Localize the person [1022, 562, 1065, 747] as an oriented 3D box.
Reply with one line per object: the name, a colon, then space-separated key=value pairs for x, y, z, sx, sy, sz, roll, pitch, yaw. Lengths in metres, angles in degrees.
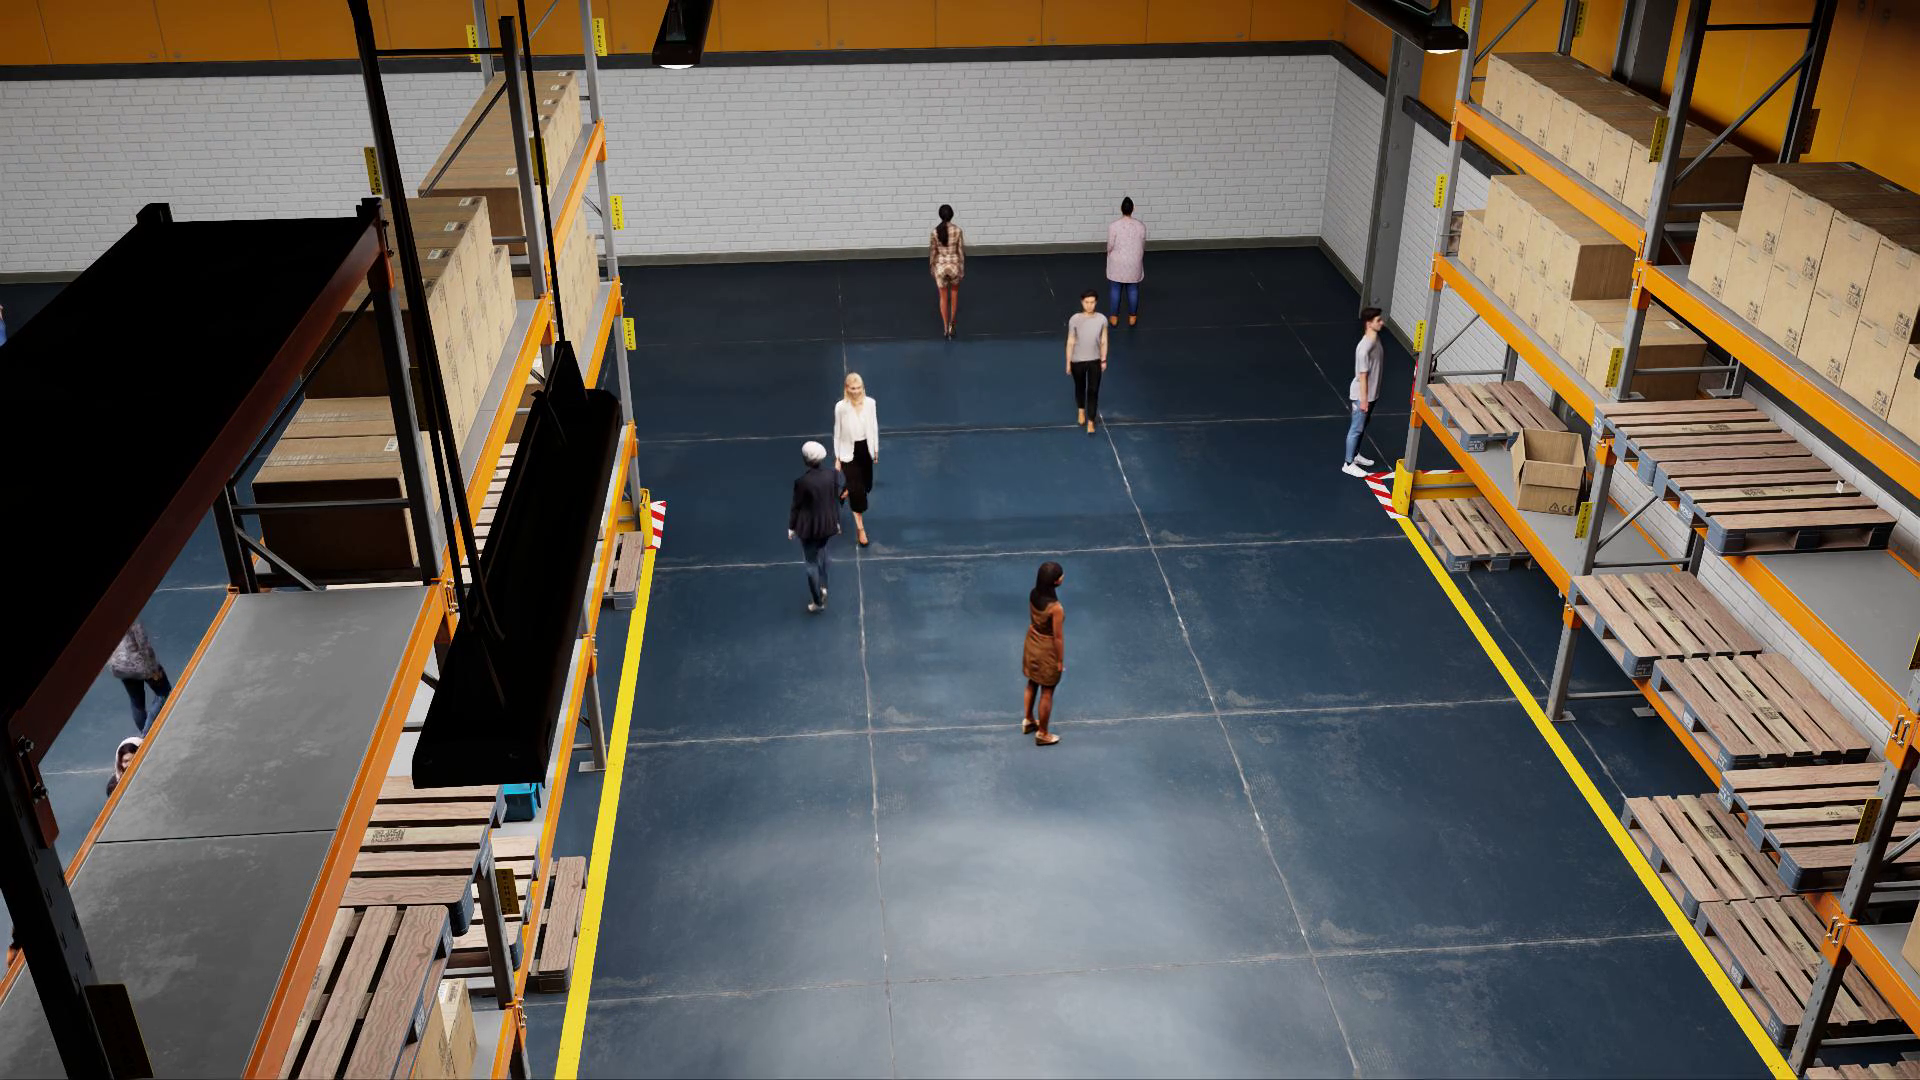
person: x=0.682 y=0.924 z=13.653 sx=0.699 sy=1.684 sz=0.589 roll=-17 pitch=33 yaw=-28

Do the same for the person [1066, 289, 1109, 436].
person: x=1.463 y=-2.105 z=19.196 sx=0.750 sy=1.693 sz=1.055 roll=3 pitch=29 yaw=6

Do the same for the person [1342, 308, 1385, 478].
person: x=4.415 y=-1.635 z=18.126 sx=0.817 sy=1.893 sz=0.693 roll=13 pitch=31 yaw=22

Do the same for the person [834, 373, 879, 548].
person: x=-1.071 y=-0.848 z=16.743 sx=0.856 sy=1.836 sz=1.108 roll=-12 pitch=31 yaw=-21

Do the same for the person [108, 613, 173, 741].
person: x=-6.709 y=1.044 z=13.389 sx=0.747 sy=1.726 sz=0.810 roll=7 pitch=29 yaw=13

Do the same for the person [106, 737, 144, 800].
person: x=-5.633 y=2.024 z=11.703 sx=0.667 sy=1.620 sz=0.861 roll=-5 pitch=29 yaw=-8

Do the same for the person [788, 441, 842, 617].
person: x=-1.339 y=-0.070 z=15.414 sx=0.874 sy=1.767 sz=0.820 roll=-18 pitch=33 yaw=-29

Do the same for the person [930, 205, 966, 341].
person: x=-0.160 y=-3.442 z=21.558 sx=0.610 sy=1.778 sz=0.716 roll=-1 pitch=29 yaw=-3

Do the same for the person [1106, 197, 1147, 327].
person: x=2.189 y=-3.709 z=22.086 sx=0.699 sy=1.743 sz=0.634 roll=0 pitch=29 yaw=0
